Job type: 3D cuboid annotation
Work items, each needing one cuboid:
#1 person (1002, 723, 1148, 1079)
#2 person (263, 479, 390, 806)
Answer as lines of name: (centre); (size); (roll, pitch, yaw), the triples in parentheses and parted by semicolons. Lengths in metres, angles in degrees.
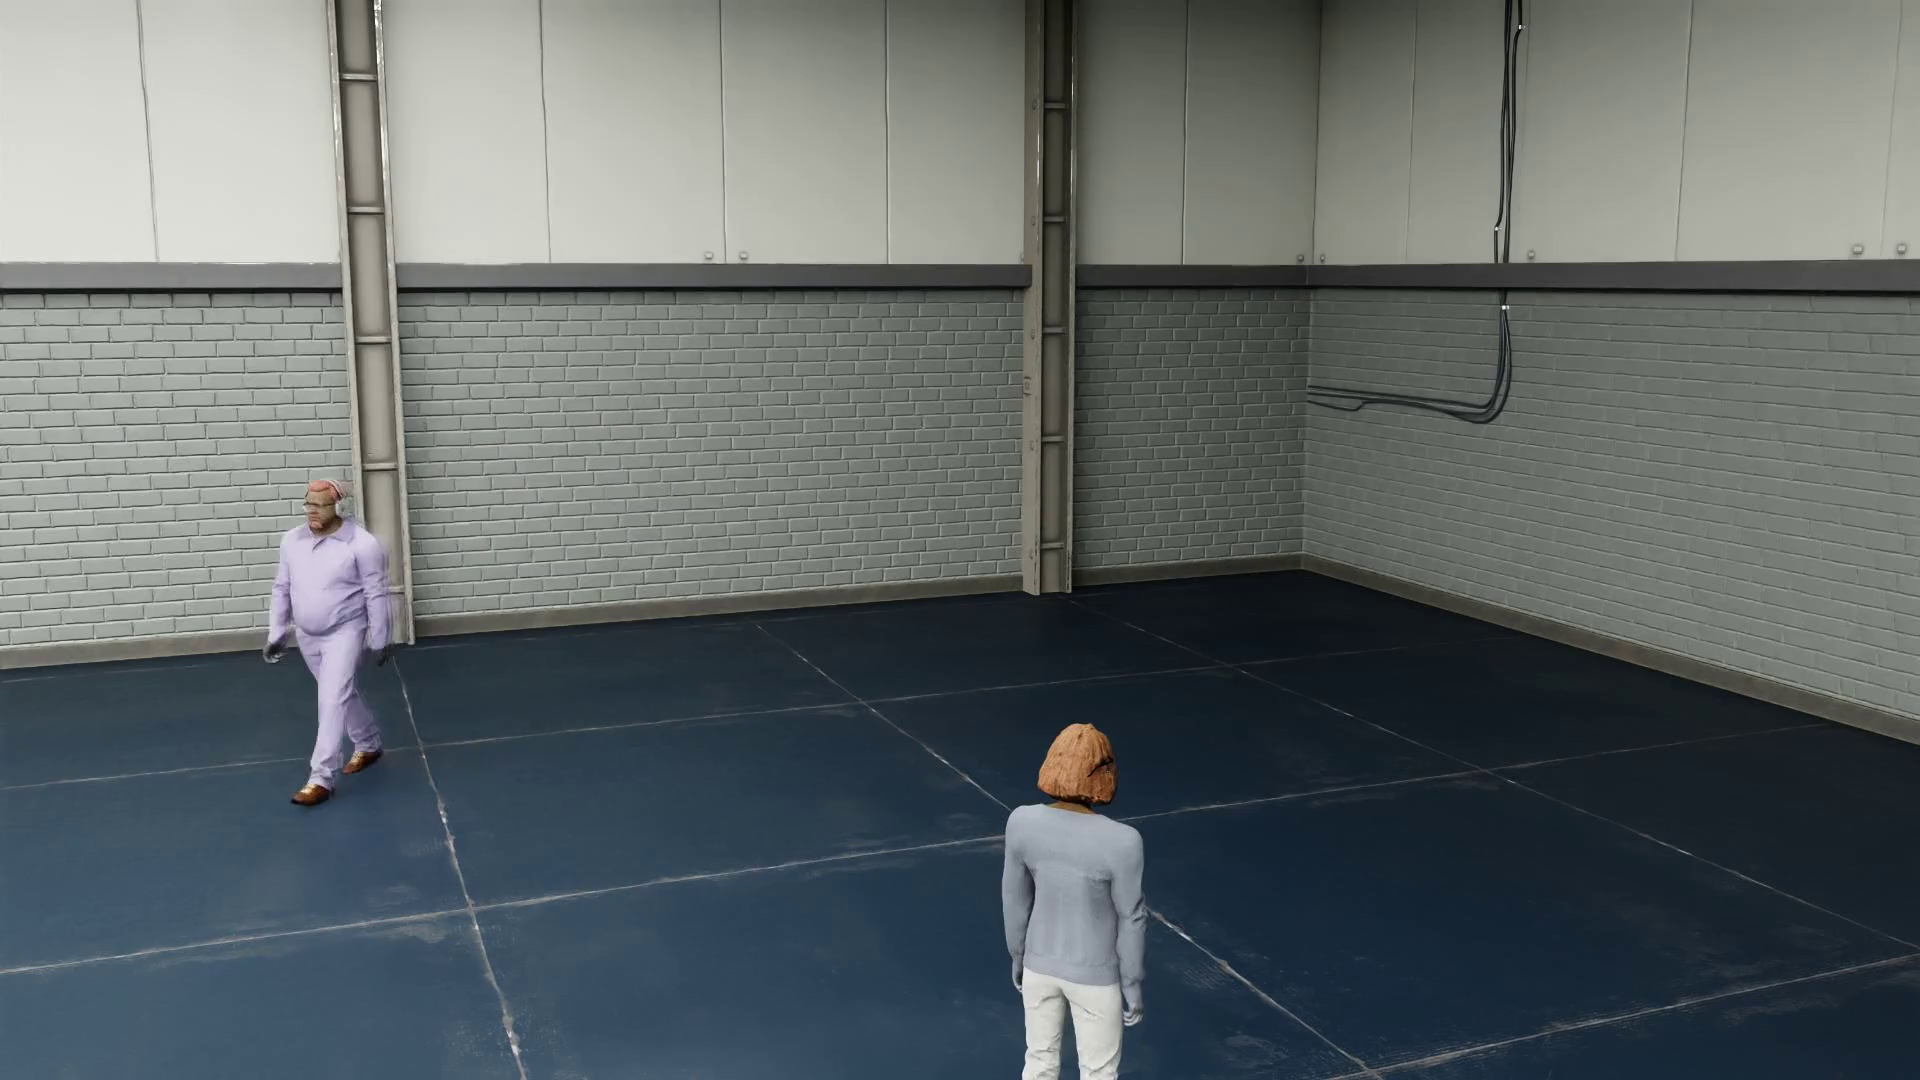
person: (0.365, 1.384, 5.295); (0.501, 1.633, 0.283); (6, 11, 33)
person: (-3.721, 0.560, 9.808); (0.640, 1.855, 1.014); (3, 10, 18)
